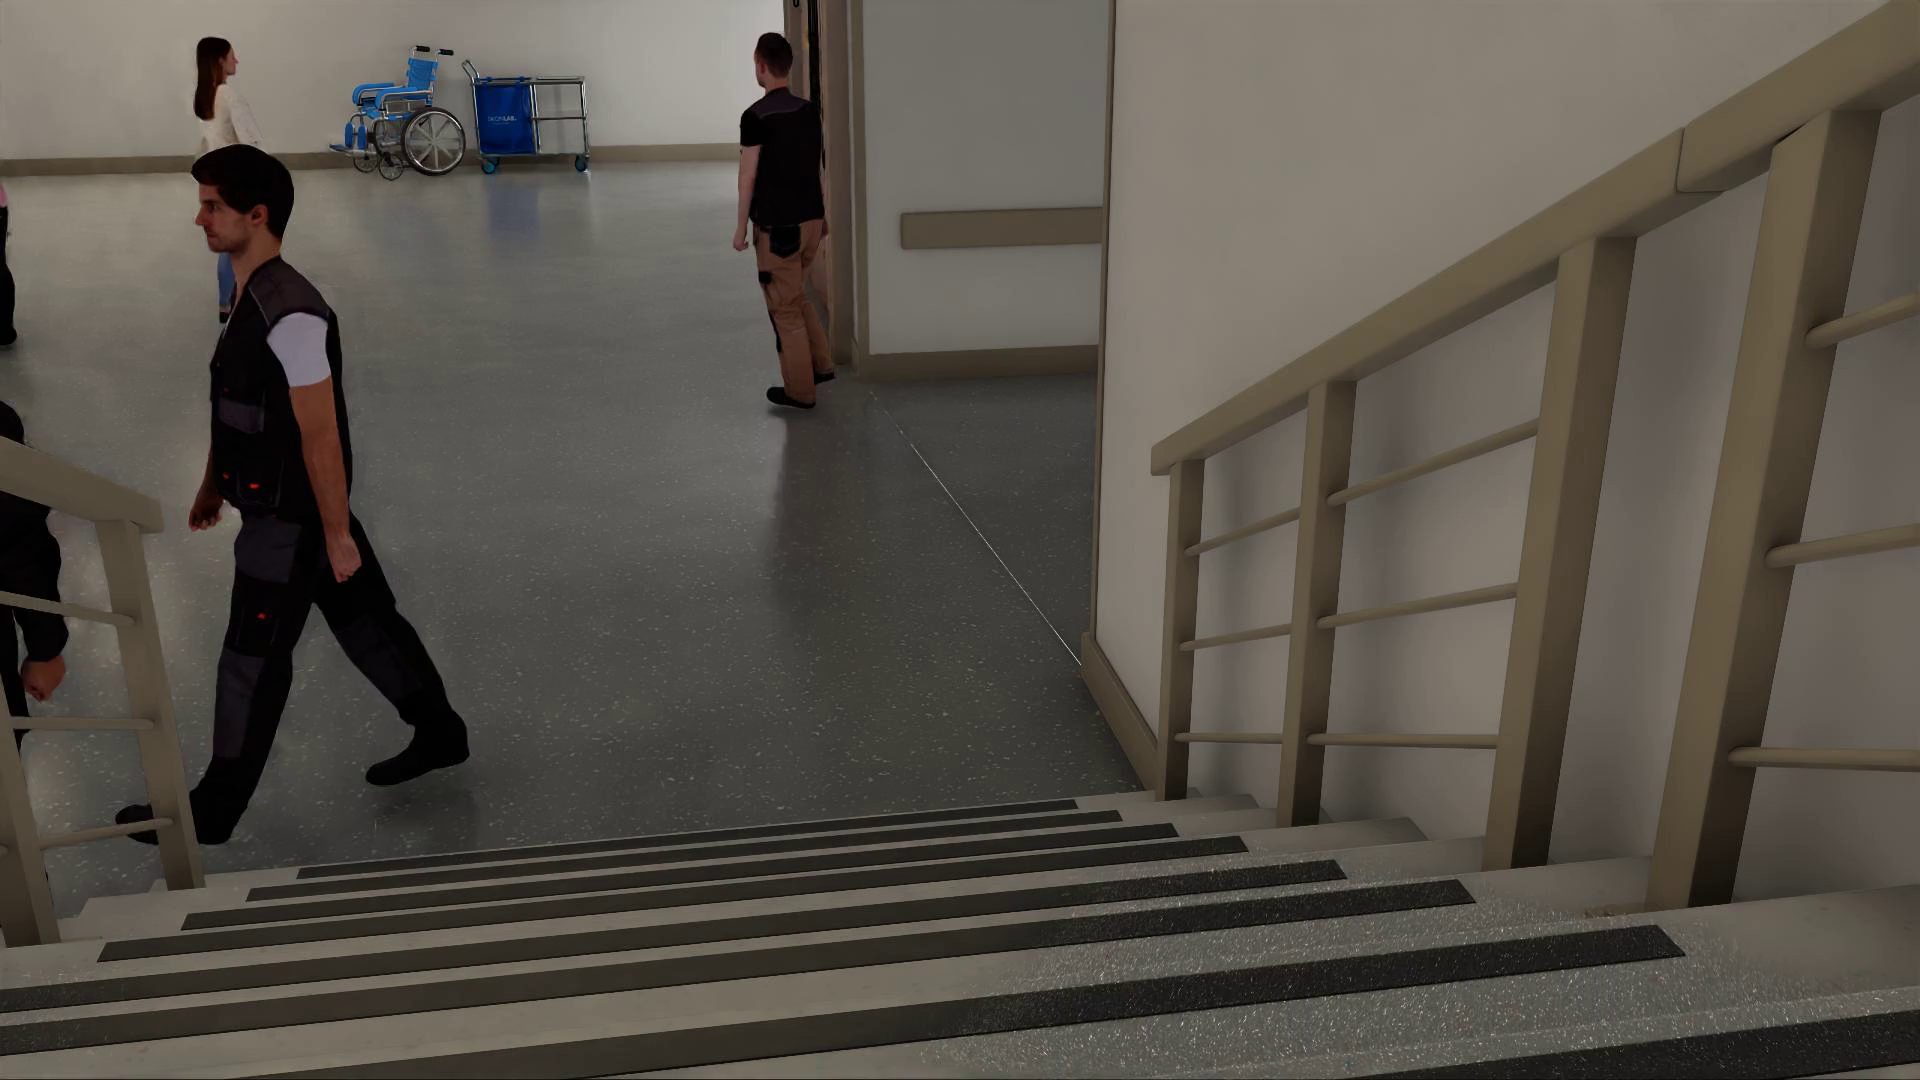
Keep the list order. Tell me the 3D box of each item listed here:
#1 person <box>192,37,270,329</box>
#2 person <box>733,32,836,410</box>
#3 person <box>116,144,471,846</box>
[{"bbox_3d":[-4.404,-2.094,9.878,0.888,1.671,0.840,-18,27,-39],"label":"person"},{"bbox_3d":[-0.785,-1.536,8.189,0.849,1.822,0.782,13,24,31],"label":"person"},{"bbox_3d":[-1.663,-0.095,4.414,0.977,1.802,1.180,-11,24,-27],"label":"person"}]
